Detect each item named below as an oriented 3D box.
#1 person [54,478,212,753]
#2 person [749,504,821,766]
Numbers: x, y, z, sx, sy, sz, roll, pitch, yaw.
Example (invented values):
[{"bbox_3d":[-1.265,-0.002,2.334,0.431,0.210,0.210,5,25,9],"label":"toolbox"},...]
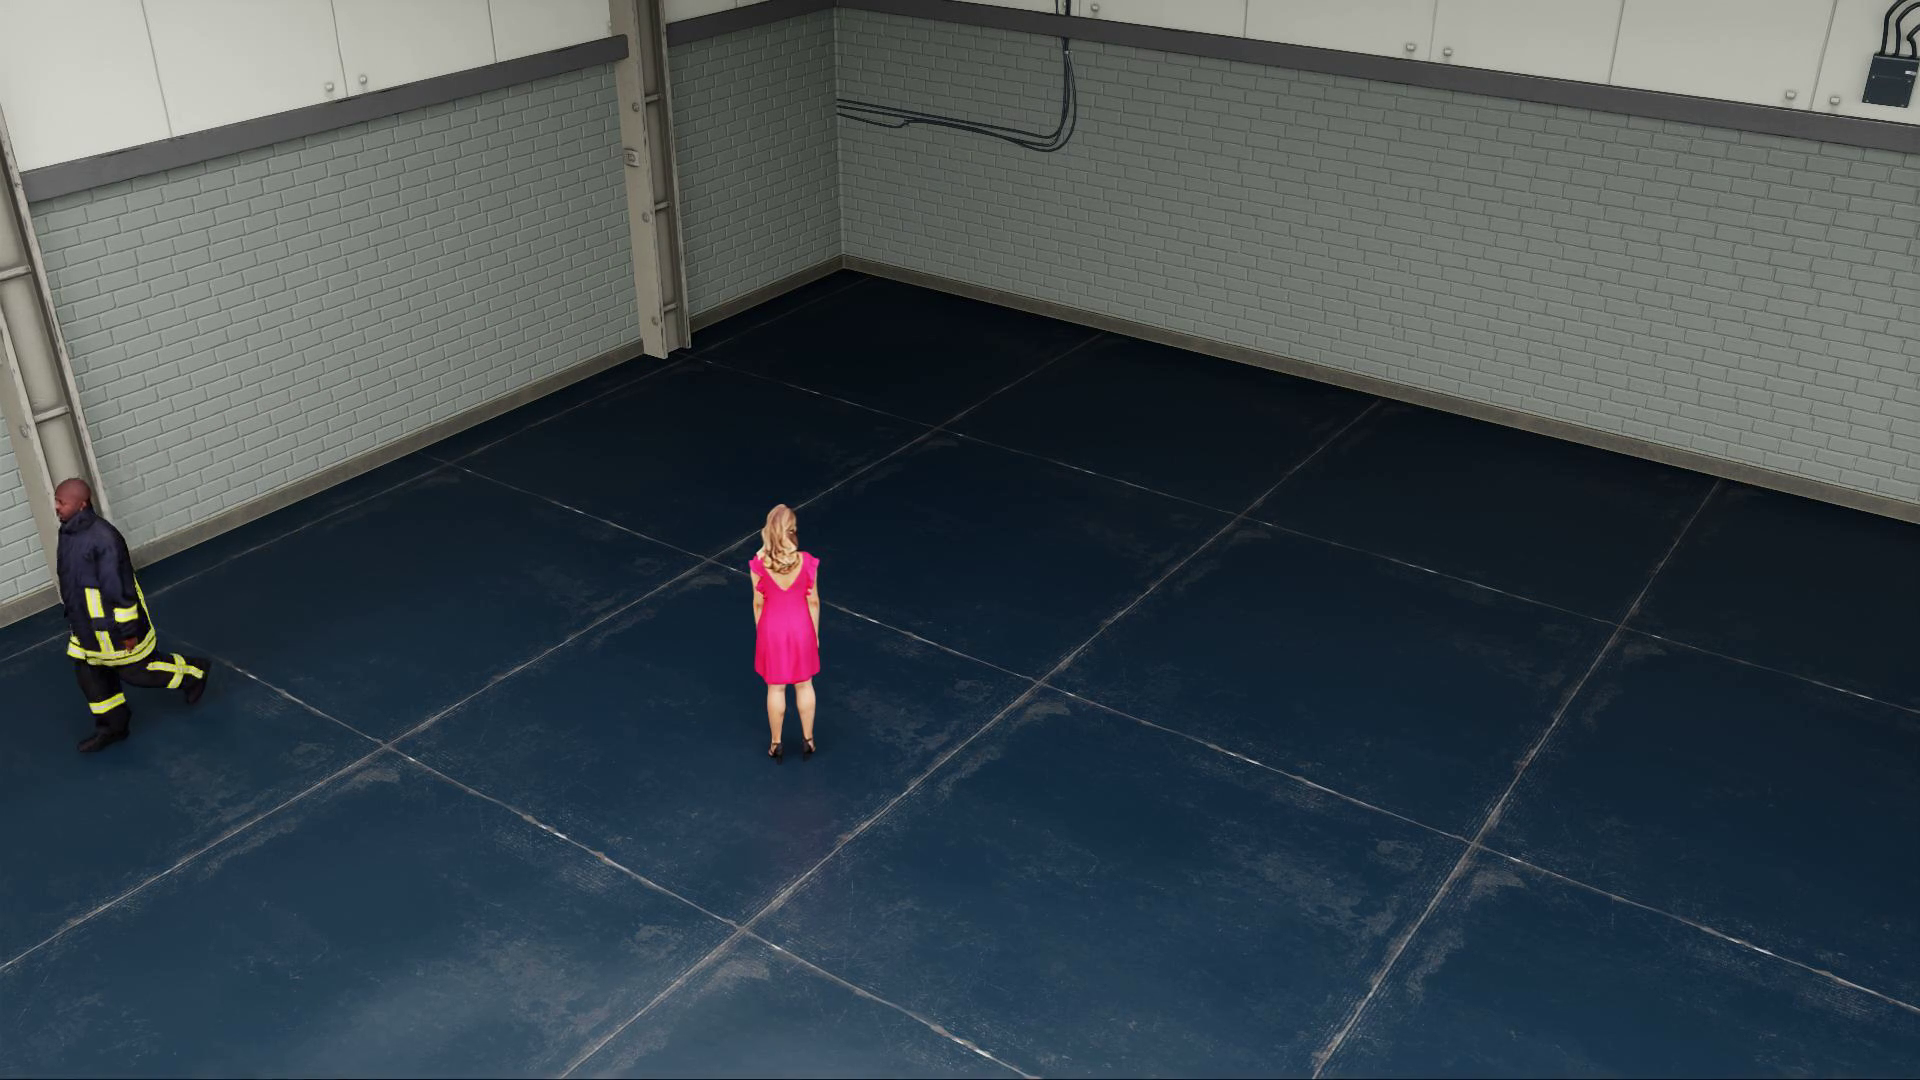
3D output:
[{"bbox_3d":[-5.208,0.410,10.315,0.741,1.801,1.111,18,33,30],"label":"person"},{"bbox_3d":[-1.051,0.582,10.072,0.665,1.726,0.724,-5,28,-9],"label":"person"}]
